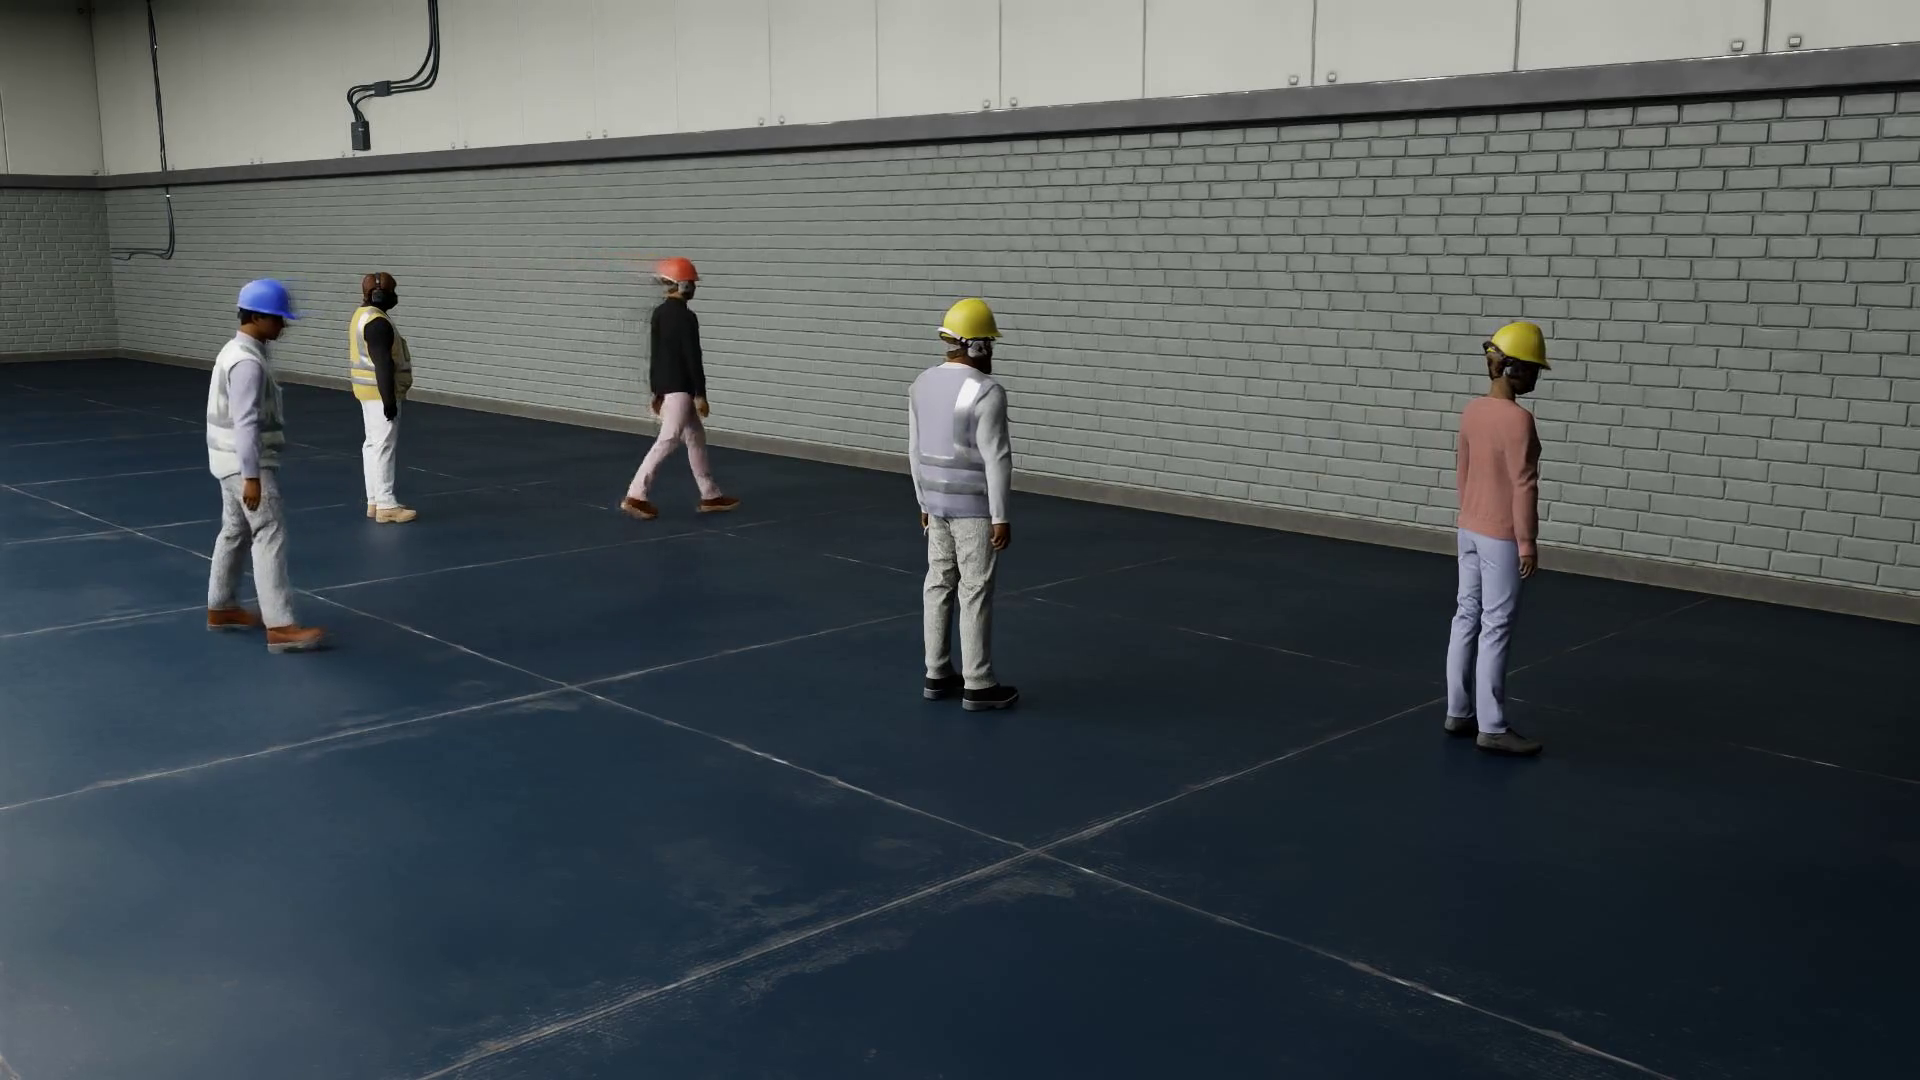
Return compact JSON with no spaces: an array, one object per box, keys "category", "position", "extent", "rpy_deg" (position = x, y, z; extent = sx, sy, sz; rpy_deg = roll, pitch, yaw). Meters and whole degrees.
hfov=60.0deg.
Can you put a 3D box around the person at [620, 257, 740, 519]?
[{"category":"person","position":[-2.160,-1.145,12.531],"extent":[0.998,1.956,0.642],"rpy_deg":[-6,12,-31]}]

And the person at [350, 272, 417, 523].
[{"category":"person","position":[-4.296,-1.068,12.398],"extent":[0.429,1.841,0.634],"rpy_deg":[-6,12,-29]}]

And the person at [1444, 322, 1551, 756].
[{"category":"person","position":[2.232,-0.011,6.864],"extent":[0.327,1.760,0.523],"rpy_deg":[-2,11,-11]}]

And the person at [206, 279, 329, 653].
[{"category":"person","position":[-3.657,-0.397,8.637],"extent":[0.559,1.897,0.786],"rpy_deg":[-5,12,-26]}]

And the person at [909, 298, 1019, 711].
[{"category":"person","position":[0.031,-0.165,7.499],"extent":[0.404,1.829,0.600],"rpy_deg":[-9,14,-40]}]
